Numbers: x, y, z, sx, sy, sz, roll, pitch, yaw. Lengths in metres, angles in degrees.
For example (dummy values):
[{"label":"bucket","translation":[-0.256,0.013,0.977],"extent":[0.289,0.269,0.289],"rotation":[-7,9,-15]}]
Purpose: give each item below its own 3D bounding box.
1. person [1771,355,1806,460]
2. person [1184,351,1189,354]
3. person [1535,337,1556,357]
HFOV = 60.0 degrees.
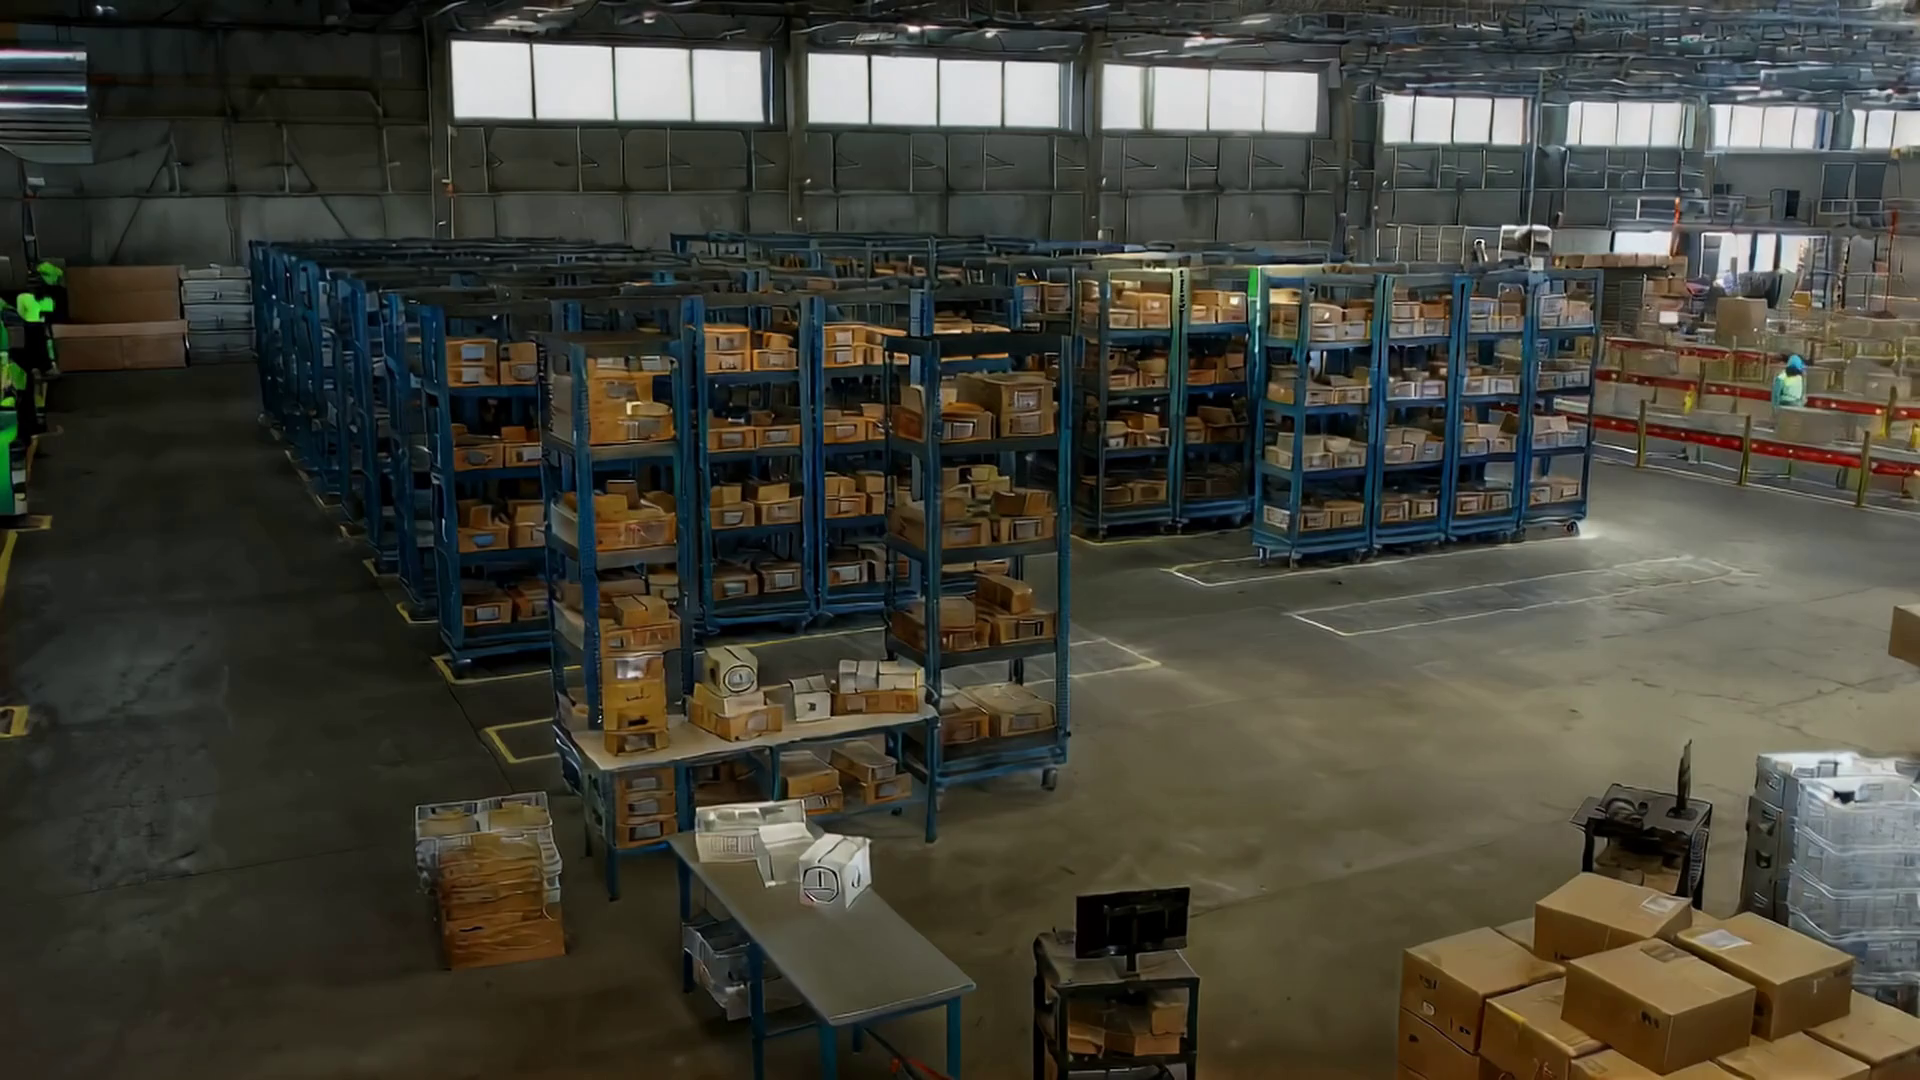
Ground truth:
[{"label":"person","translation":[14.250,-2.271,28.618],"extent":[0.591,1.826,0.403],"rotation":[-1,12,-3]},{"label":"person","translation":[6.346,-6.096,46.491],"extent":[0.505,1.824,0.576],"rotation":[-4,13,-20]},{"label":"person","translation":[14.238,-4.704,40.447],"extent":[0.508,1.632,0.265],"rotation":[2,12,10]}]
